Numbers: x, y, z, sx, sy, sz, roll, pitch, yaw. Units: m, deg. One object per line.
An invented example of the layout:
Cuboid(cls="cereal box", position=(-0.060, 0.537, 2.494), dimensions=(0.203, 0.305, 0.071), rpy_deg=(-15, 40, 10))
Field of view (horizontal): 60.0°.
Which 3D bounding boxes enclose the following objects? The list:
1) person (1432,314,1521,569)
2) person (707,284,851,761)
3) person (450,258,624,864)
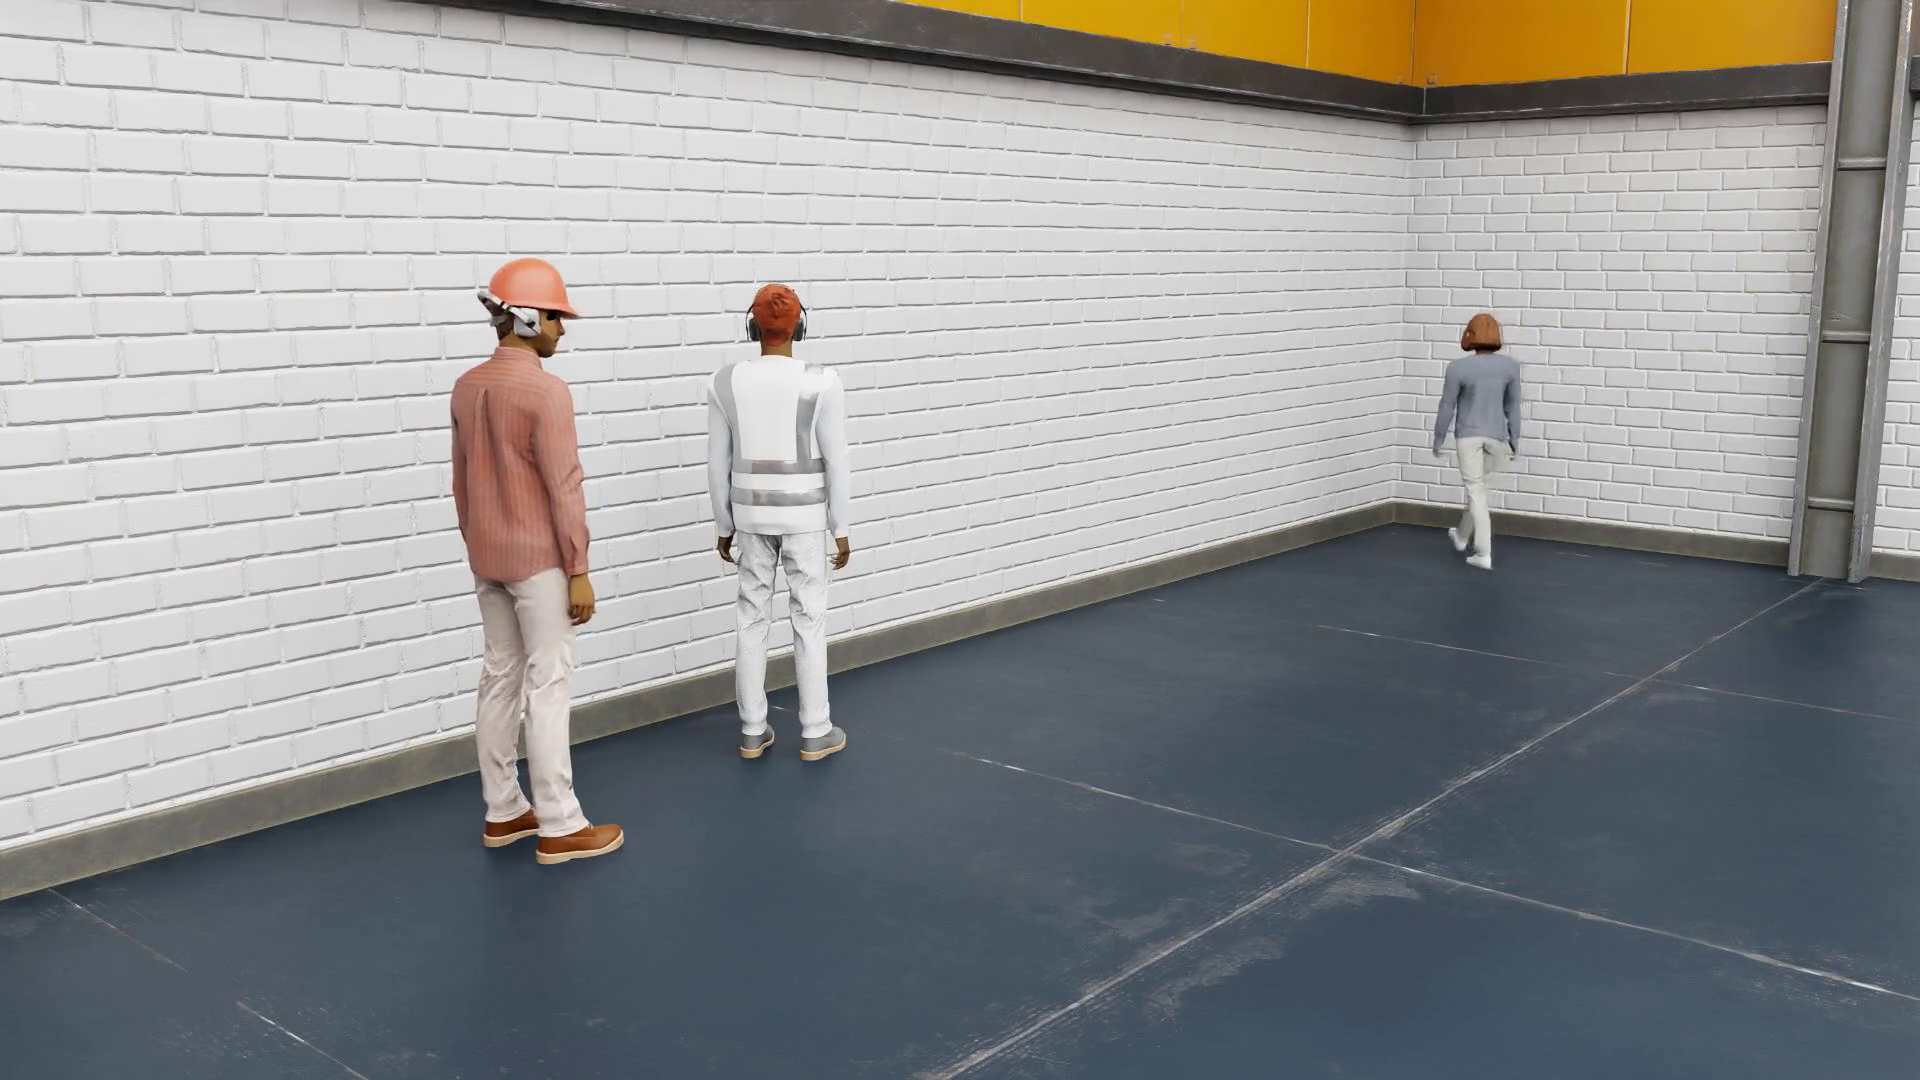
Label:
Cuboid(cls="person", position=(3.294, -0.655, 10.743), dimensions=(0.523, 1.592, 0.801), rpy_deg=(-2, 10, -11))
Cuboid(cls="person", position=(-0.703, -0.060, 6.571), dimensions=(0.577, 1.884, 0.353), rpy_deg=(2, 10, 12))
Cuboid(cls="person", position=(-1.420, 0.072, 5.521), dimensions=(0.609, 1.988, 0.392), rpy_deg=(8, 13, 40))
